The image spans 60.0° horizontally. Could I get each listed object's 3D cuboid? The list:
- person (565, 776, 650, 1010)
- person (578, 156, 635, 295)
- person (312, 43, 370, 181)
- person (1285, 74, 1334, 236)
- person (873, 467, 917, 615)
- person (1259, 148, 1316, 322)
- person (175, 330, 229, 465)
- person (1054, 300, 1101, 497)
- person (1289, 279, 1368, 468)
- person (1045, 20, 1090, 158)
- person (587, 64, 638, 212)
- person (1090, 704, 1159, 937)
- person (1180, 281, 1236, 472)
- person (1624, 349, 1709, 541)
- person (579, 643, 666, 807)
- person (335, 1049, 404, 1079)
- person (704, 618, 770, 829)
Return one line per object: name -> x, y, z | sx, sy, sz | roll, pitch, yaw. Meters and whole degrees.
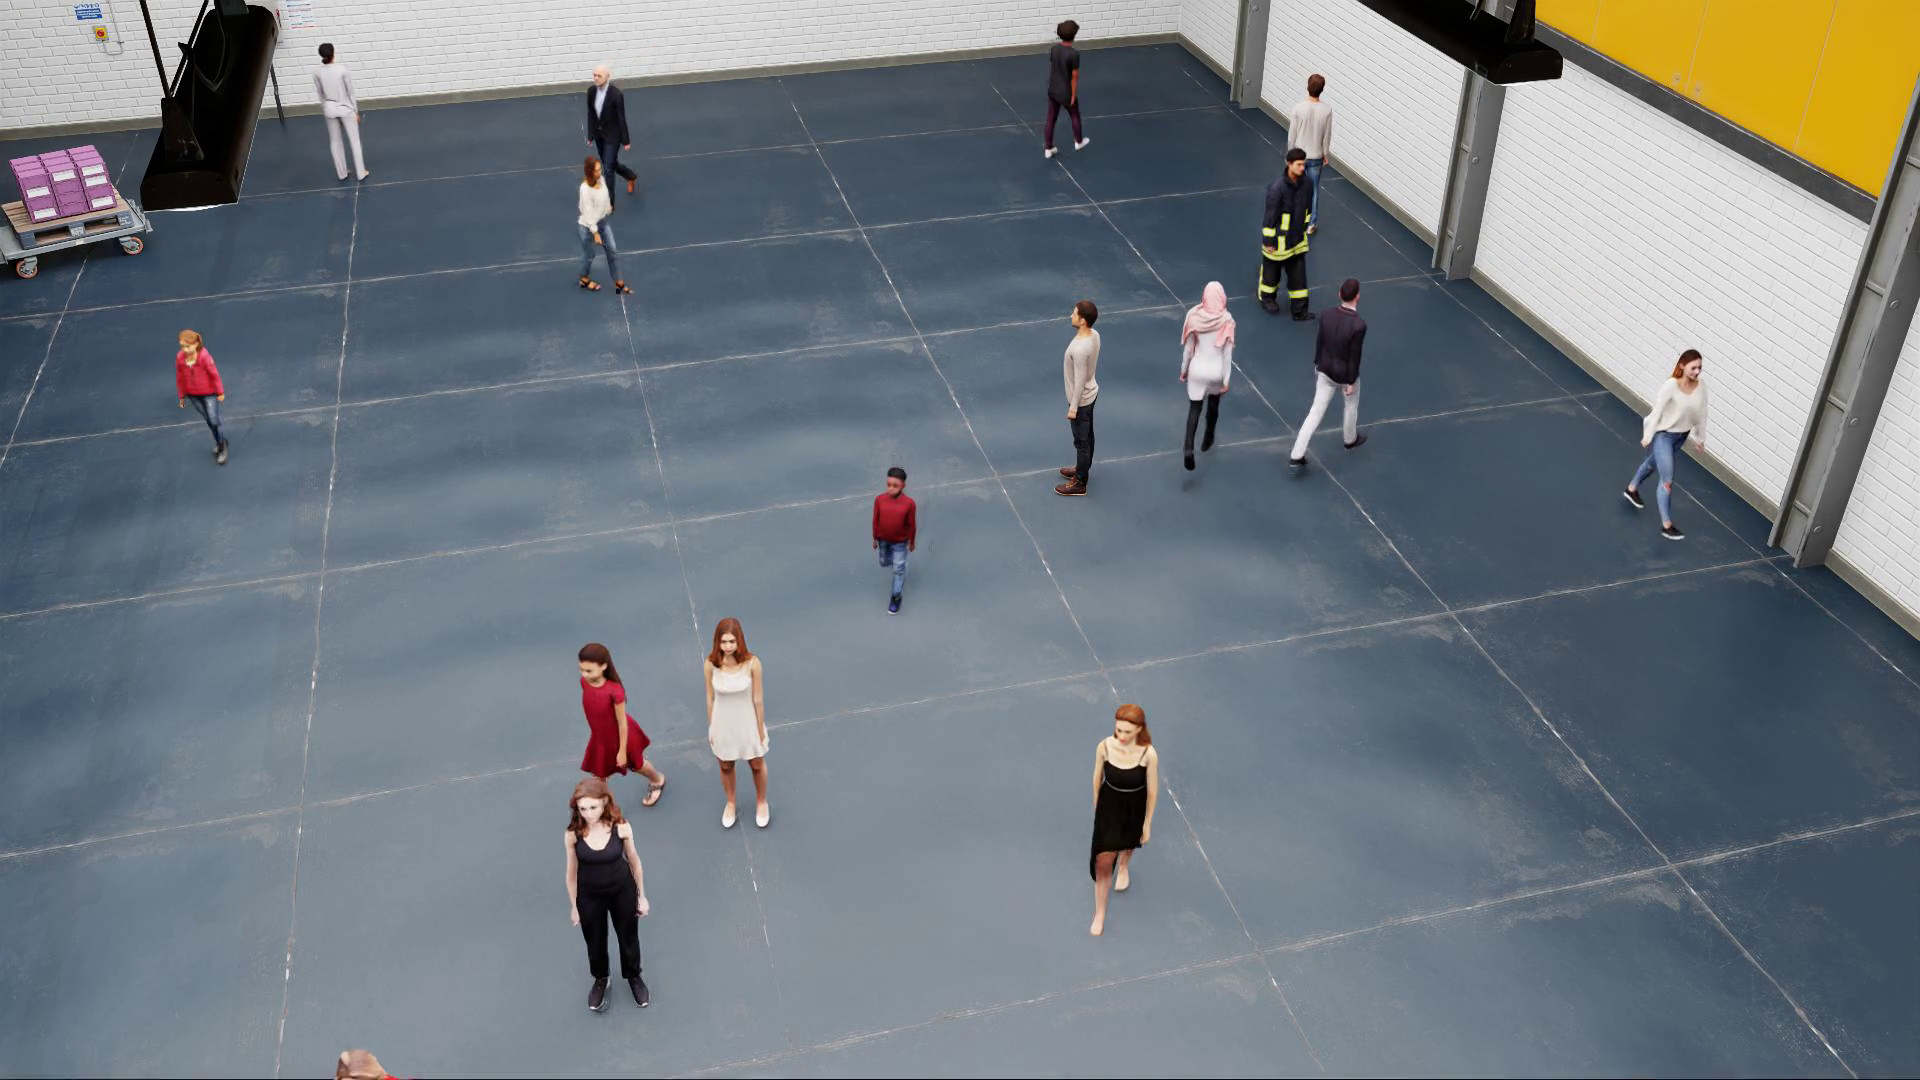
person -> -2.087, 2.062, 9.828 | 0.599, 1.748, 0.517 | -10, 35, -14
person -> -4.063, -3.454, 18.230 | 1.013, 1.633, 0.986 | 9, 35, 14
person -> -7.888, -5.435, 21.122 | 0.671, 1.732, 0.617 | 0, 34, 0
person -> 4.098, -4.539, 19.620 | 0.739, 1.902, 0.699 | 3, 34, 5
person -> -0.524, -0.058, 13.474 | 0.741, 1.242, 0.868 | 9, 35, 13
person -> 3.425, -3.306, 17.769 | 0.906, 1.897, 1.094 | -14, 36, -20
person -> -6.993, -1.390, 15.425 | 0.643, 1.301, 0.745 | 3, 34, 5
person -> 1.082, -1.261, 14.719 | 0.801, 1.868, 0.681 | 8, 34, 11
person -> 3.345, -1.452, 15.078 | 1.128, 1.790, 1.290 | -27, 42, -34
person -> 1.292, -5.864, 21.752 | 1.014, 1.750, 1.053 | 19, 38, 26
person -> -4.266, -4.949, 20.350 | 1.155, 1.776, 1.228 | 16, 37, 23
person -> 1.070, 1.648, 10.592 | 0.832, 1.591, 1.047 | 6, 34, 9
person -> 2.216, -1.465, 15.109 | 1.027, 1.776, 1.205 | 11, 35, 16
person -> 6.087, -0.904, 14.386 | 0.627, 1.643, 1.081 | -9, 35, -13
person -> -2.289, 1.282, 11.207 | 0.932, 1.522, 1.057 | 14, 36, 20
person -> -2.898, 3.049, 8.397 | 0.651, 1.689, 0.616 | -4, 34, -7
person -> -1.499, 1.212, 11.142 | 0.621, 1.709, 0.623 | 2, 34, 4
